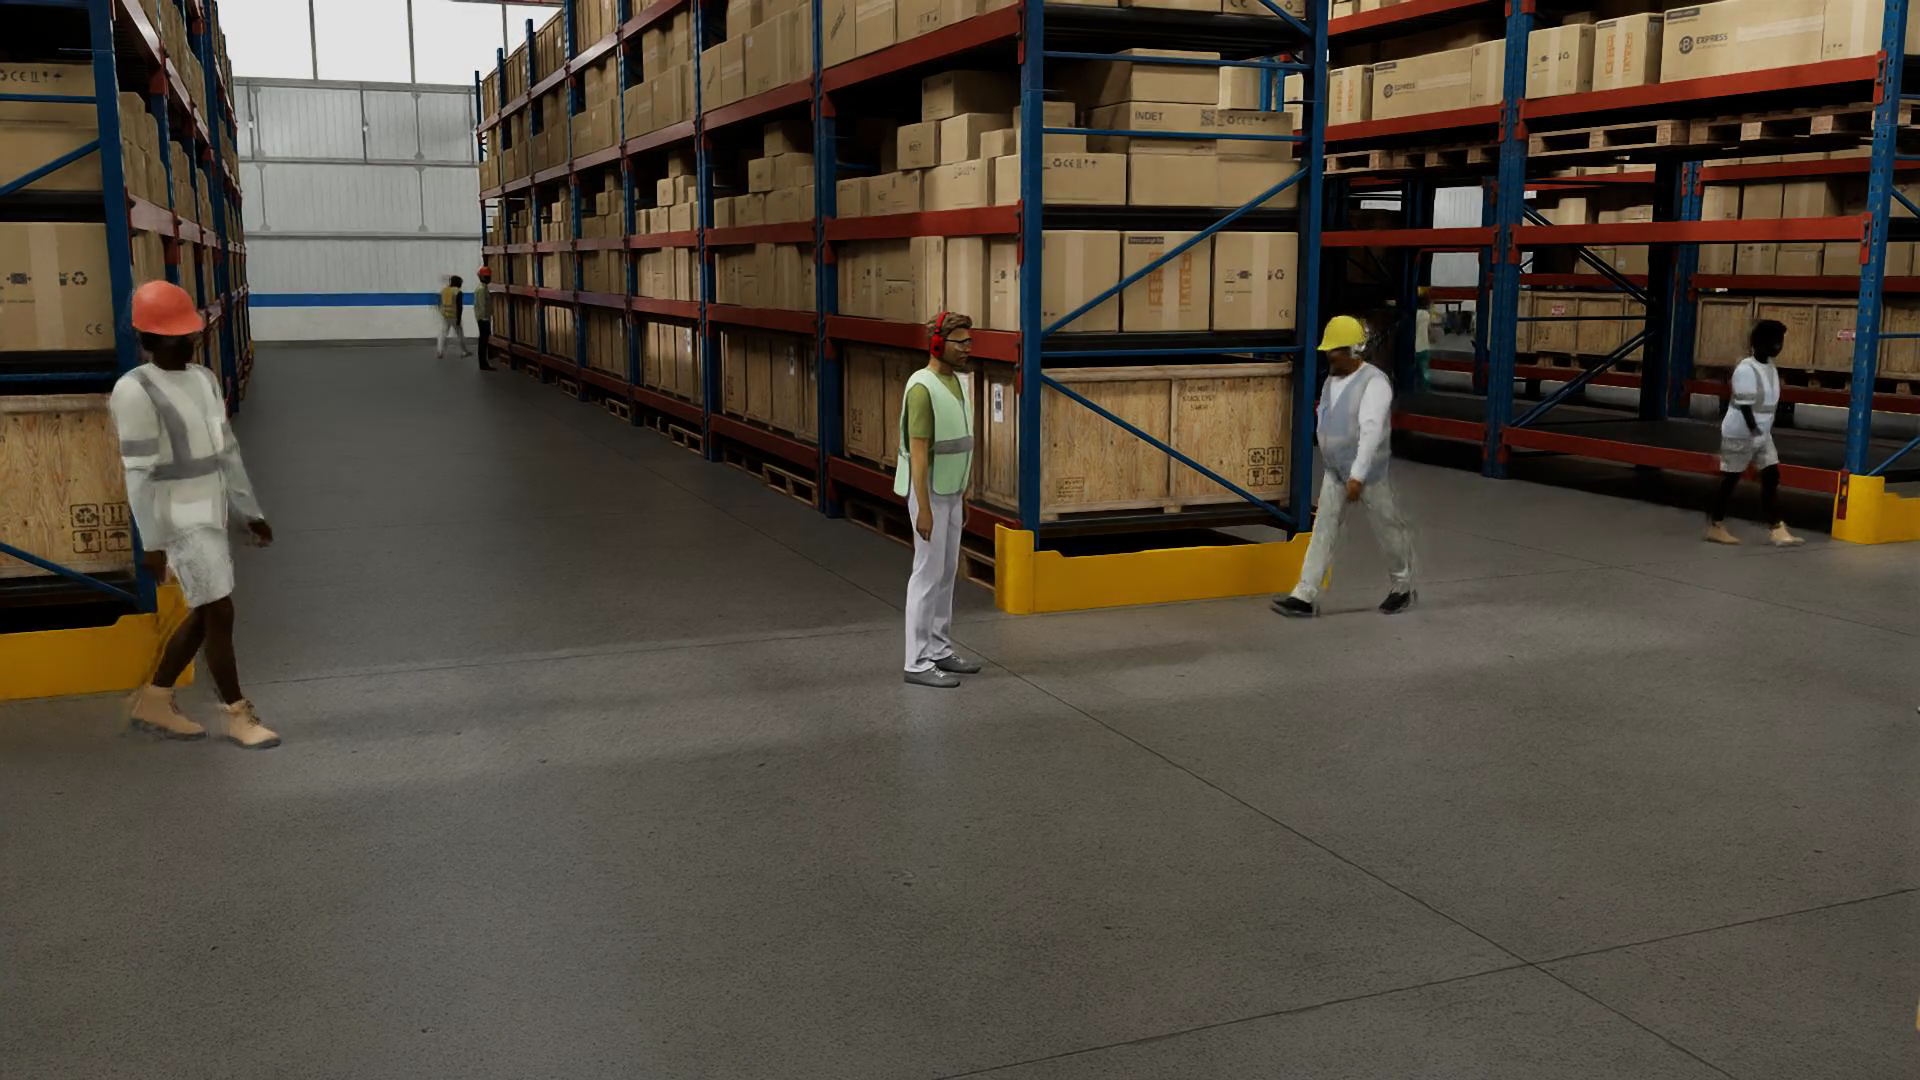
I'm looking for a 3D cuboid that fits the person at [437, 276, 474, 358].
[{"bbox_3d":[-11.068,-4.844,36.210,0.717,1.782,0.964,4,10,24],"label":"person"}]

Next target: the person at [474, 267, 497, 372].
[{"bbox_3d":[-9.048,-4.202,31.691,0.392,1.991,0.613,-3,10,-15],"label":"person"}]

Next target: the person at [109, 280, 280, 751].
[{"bbox_3d":[-3.274,-0.089,7.059,0.706,2.004,0.695,1,9,4],"label":"person"}]

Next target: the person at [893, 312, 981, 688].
[{"bbox_3d":[-0.123,-0.202,8.203,0.381,1.836,0.564,3,10,19],"label":"person"}]

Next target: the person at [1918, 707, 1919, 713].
[{"bbox_3d":[4.654,-0.117,7.509,0.642,1.900,0.400,-9,13,-43],"label":"person"}]

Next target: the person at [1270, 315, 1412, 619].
[{"bbox_3d":[2.306,-0.415,9.679,0.966,1.782,0.598,-5,11,-25],"label":"person"}]

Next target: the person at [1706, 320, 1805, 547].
[{"bbox_3d":[5.786,-0.750,12.013,0.537,1.662,0.738,-7,12,-36],"label":"person"}]

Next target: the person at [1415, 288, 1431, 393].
[{"bbox_3d":[6.124,-2.541,22.491,0.538,1.747,0.655,-6,11,-32],"label":"person"}]
